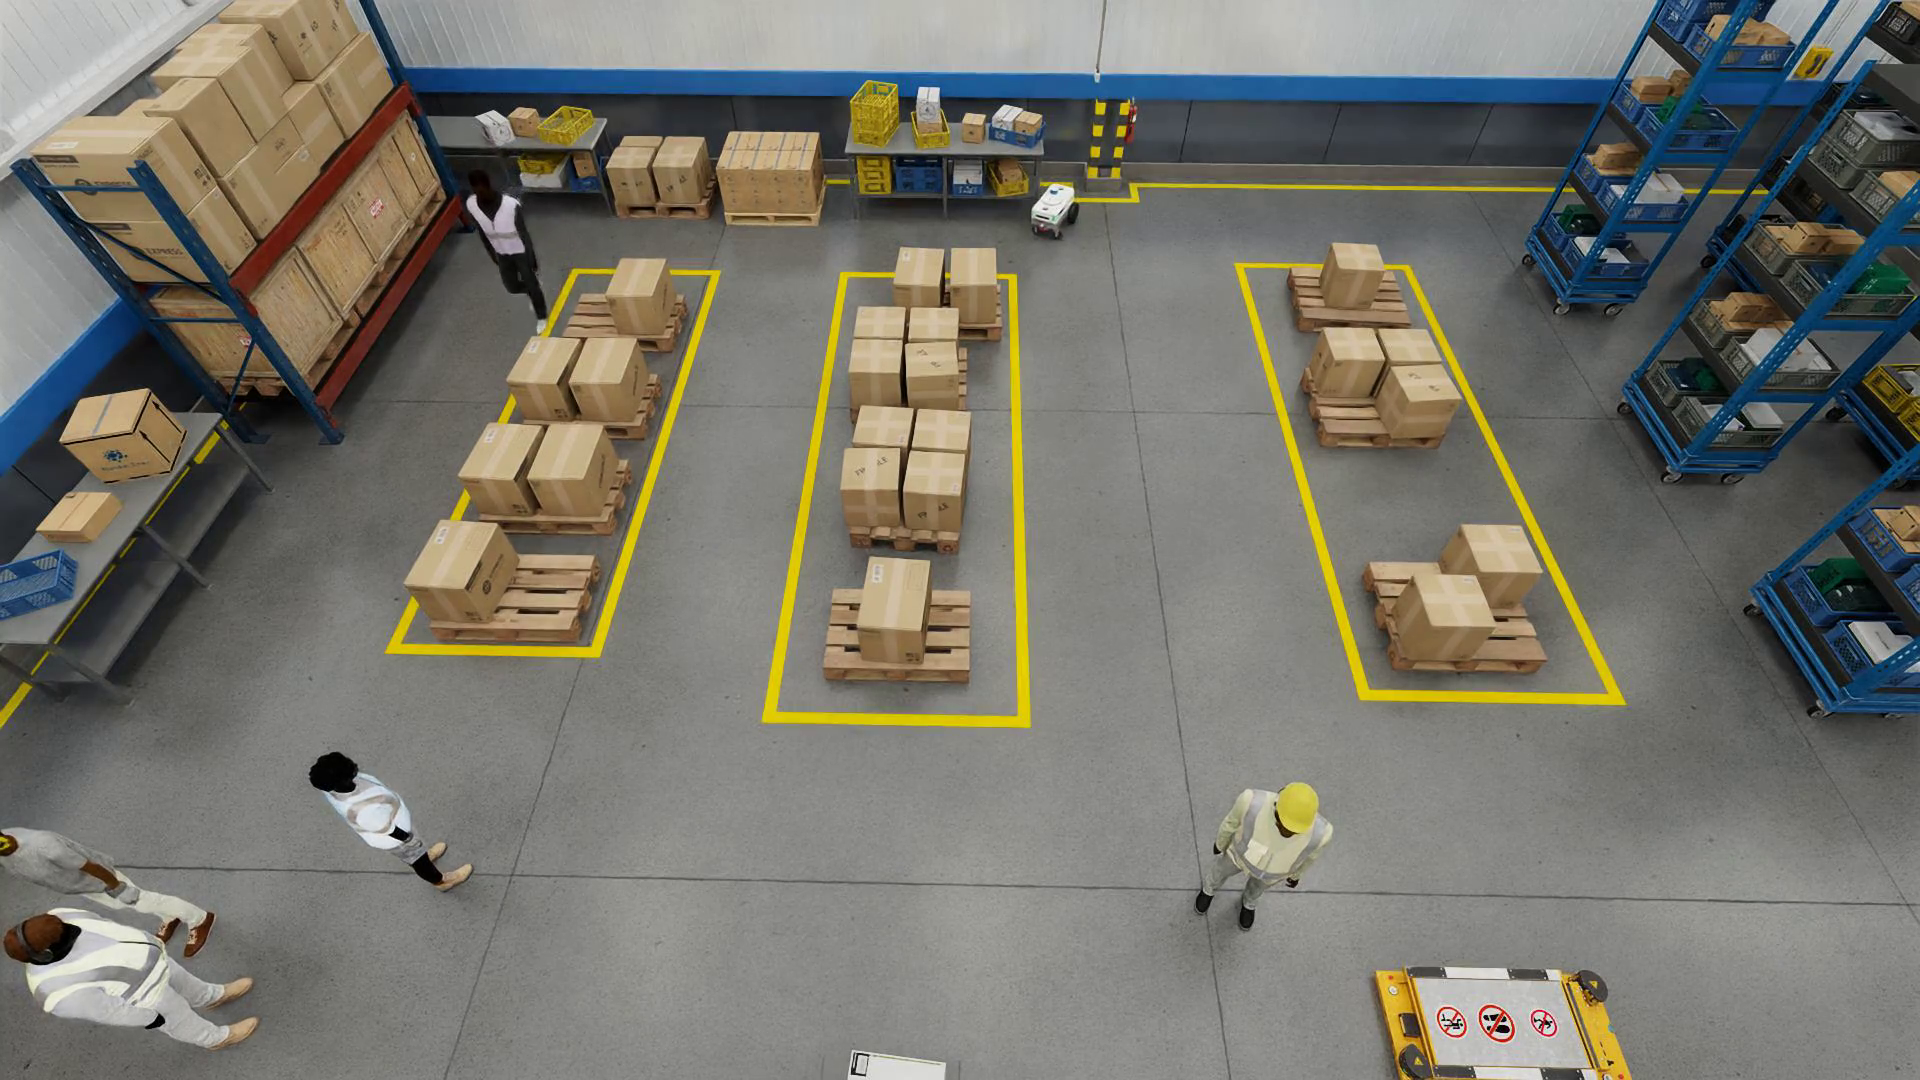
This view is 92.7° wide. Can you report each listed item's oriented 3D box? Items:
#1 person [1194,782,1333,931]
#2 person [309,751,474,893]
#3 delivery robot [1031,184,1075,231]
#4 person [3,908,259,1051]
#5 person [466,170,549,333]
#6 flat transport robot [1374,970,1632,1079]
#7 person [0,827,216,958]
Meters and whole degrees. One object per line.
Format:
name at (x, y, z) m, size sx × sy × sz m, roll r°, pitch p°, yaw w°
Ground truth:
person at (1.910, 2.010, 5.826) m, size 0.590 × 1.837 × 0.404 m, roll 17°, pitch 53°, yaw 14°
person at (-3.768, 1.860, 6.037) m, size 0.540 × 1.695 × 0.318 m, roll 28°, pitch 56°, yaw 21°
delivery robot at (1.187, -4.271, 11.710) m, size 0.477 × 0.478 × 0.707 m, roll 21°, pitch 54°, yaw 16°
person at (-4.816, 2.575, 5.372) m, size 0.431 × 1.836 × 0.619 m, roll -30°, pitch 57°, yaw -22°
person at (-4.884, -3.169, 10.009) m, size 0.590 × 1.898 × 0.482 m, roll 2°, pitch 51°, yaw 2°
flat transport robot at (3.501, 3.133, 5.914) m, size 1.431 × 0.197 × 0.652 m, roll 1°, pitch 51°, yaw 1°
person at (-5.422, 2.154, 5.700) m, size 0.520 × 1.856 × 0.350 m, roll 5°, pitch 51°, yaw 4°
